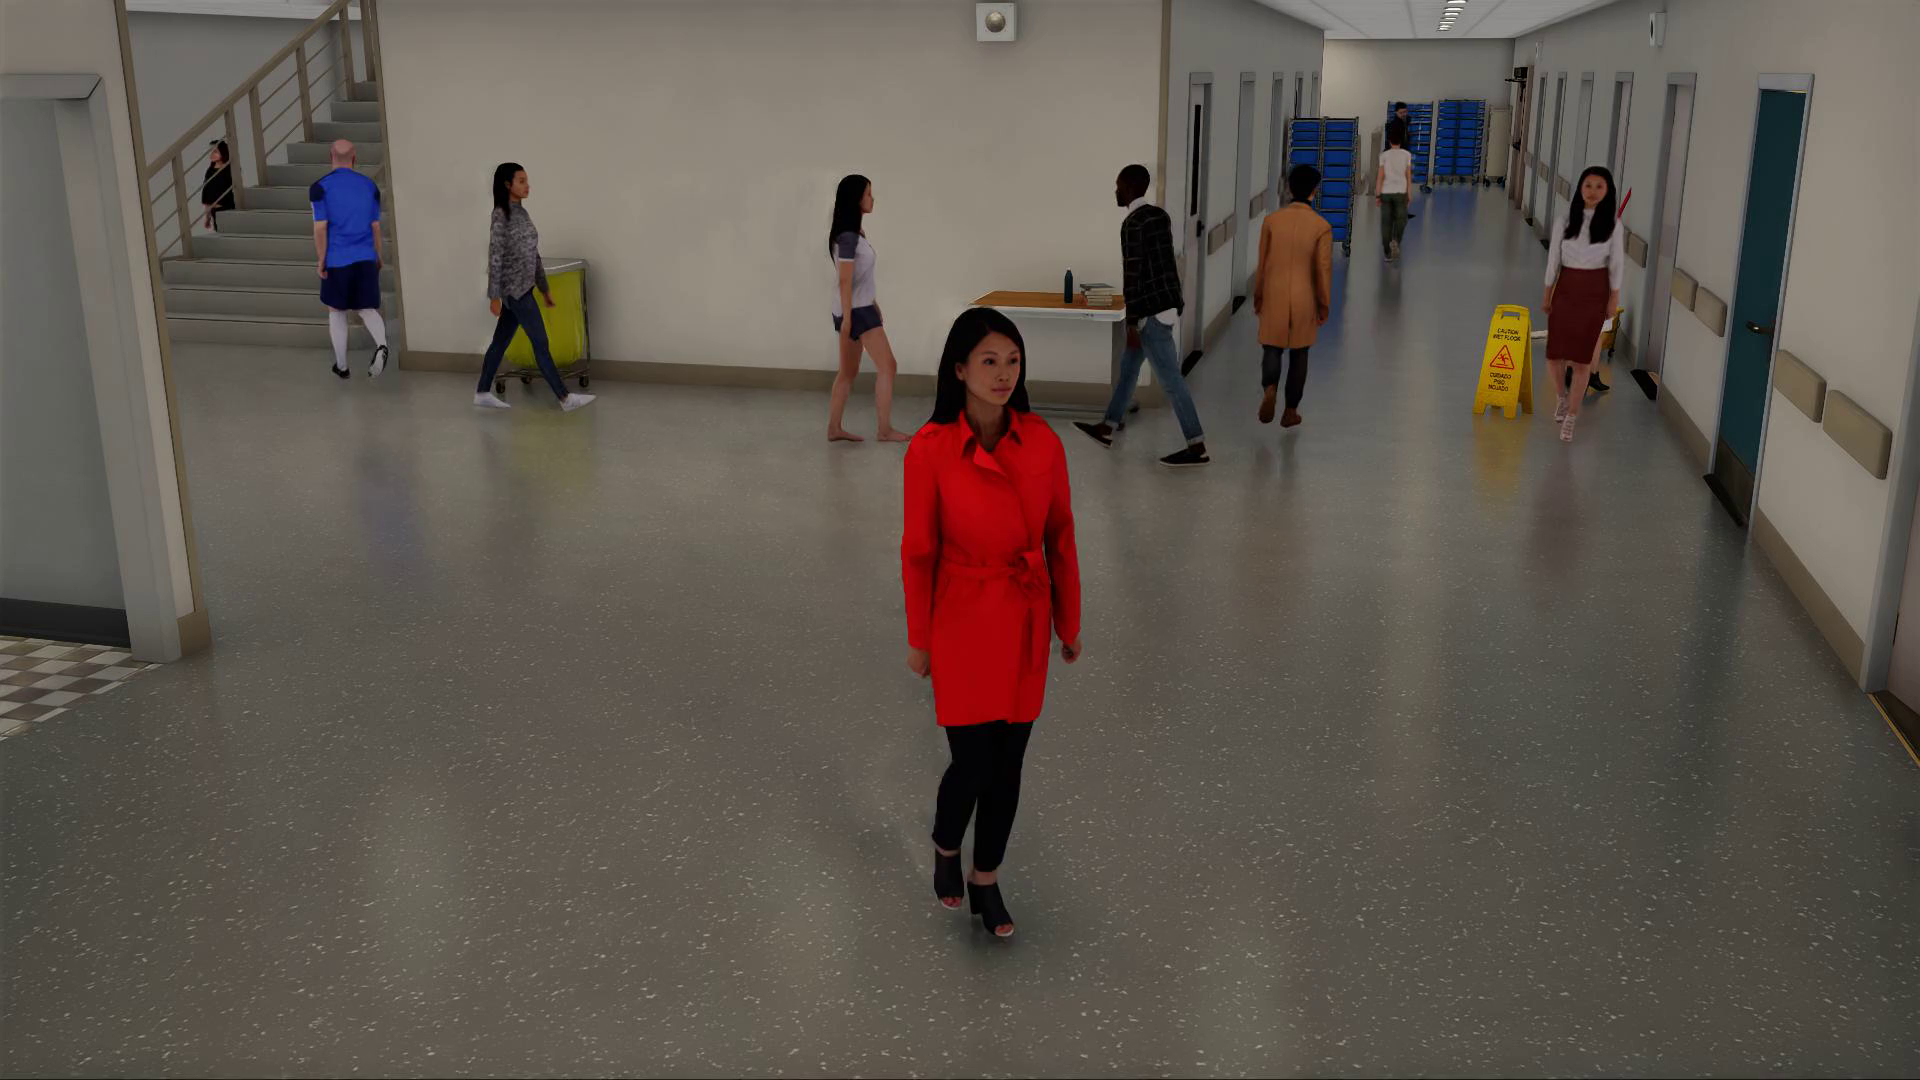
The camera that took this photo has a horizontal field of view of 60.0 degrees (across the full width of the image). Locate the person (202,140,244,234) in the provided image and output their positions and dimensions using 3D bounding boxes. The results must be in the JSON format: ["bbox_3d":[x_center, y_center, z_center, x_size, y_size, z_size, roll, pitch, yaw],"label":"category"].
[{"bbox_3d":[-7.690,-3.377,17.545,0.726,1.609,1.124,7,17,24],"label":"person"}]

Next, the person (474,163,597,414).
[{"bbox_3d":[-3.118,-1.679,11.379,0.755,1.687,1.100,3,16,9],"label":"person"}]

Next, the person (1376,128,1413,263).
[{"bbox_3d":[5.391,-4.267,20.631,0.587,1.646,0.845,4,16,13],"label":"person"}]

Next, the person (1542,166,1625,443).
[{"bbox_3d":[3.975,-1.501,10.650,0.687,1.740,0.698,8,18,26],"label":"person"}]

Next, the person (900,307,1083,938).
[{"bbox_3d":[0.041,0.239,4.480,0.751,1.738,0.803,-7,17,-24],"label":"person"}]

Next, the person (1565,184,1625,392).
[{"bbox_3d":[4.731,-1.907,12.430,0.703,1.556,0.620,-6,17,-20],"label":"person"}]

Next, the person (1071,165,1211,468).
[{"bbox_3d":[1.239,-1.292,9.904,0.938,1.743,1.217,7,17,25],"label":"person"}]

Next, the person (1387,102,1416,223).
[{"bbox_3d":[6.850,-5.893,26.044,0.994,1.840,0.864,12,20,37],"label":"person"}]

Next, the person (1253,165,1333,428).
[{"bbox_3d":[2.129,-1.556,10.818,0.693,1.713,0.860,6,17,20],"label":"person"}]

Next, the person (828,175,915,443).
[{"bbox_3d":[-0.744,-1.435,10.506,0.798,1.691,0.810,-1,16,-5],"label":"person"}]

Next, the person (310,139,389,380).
[{"bbox_3d":[-4.580,-2.082,12.576,1.166,1.812,1.163,-13,20,-38],"label":"person"}]
